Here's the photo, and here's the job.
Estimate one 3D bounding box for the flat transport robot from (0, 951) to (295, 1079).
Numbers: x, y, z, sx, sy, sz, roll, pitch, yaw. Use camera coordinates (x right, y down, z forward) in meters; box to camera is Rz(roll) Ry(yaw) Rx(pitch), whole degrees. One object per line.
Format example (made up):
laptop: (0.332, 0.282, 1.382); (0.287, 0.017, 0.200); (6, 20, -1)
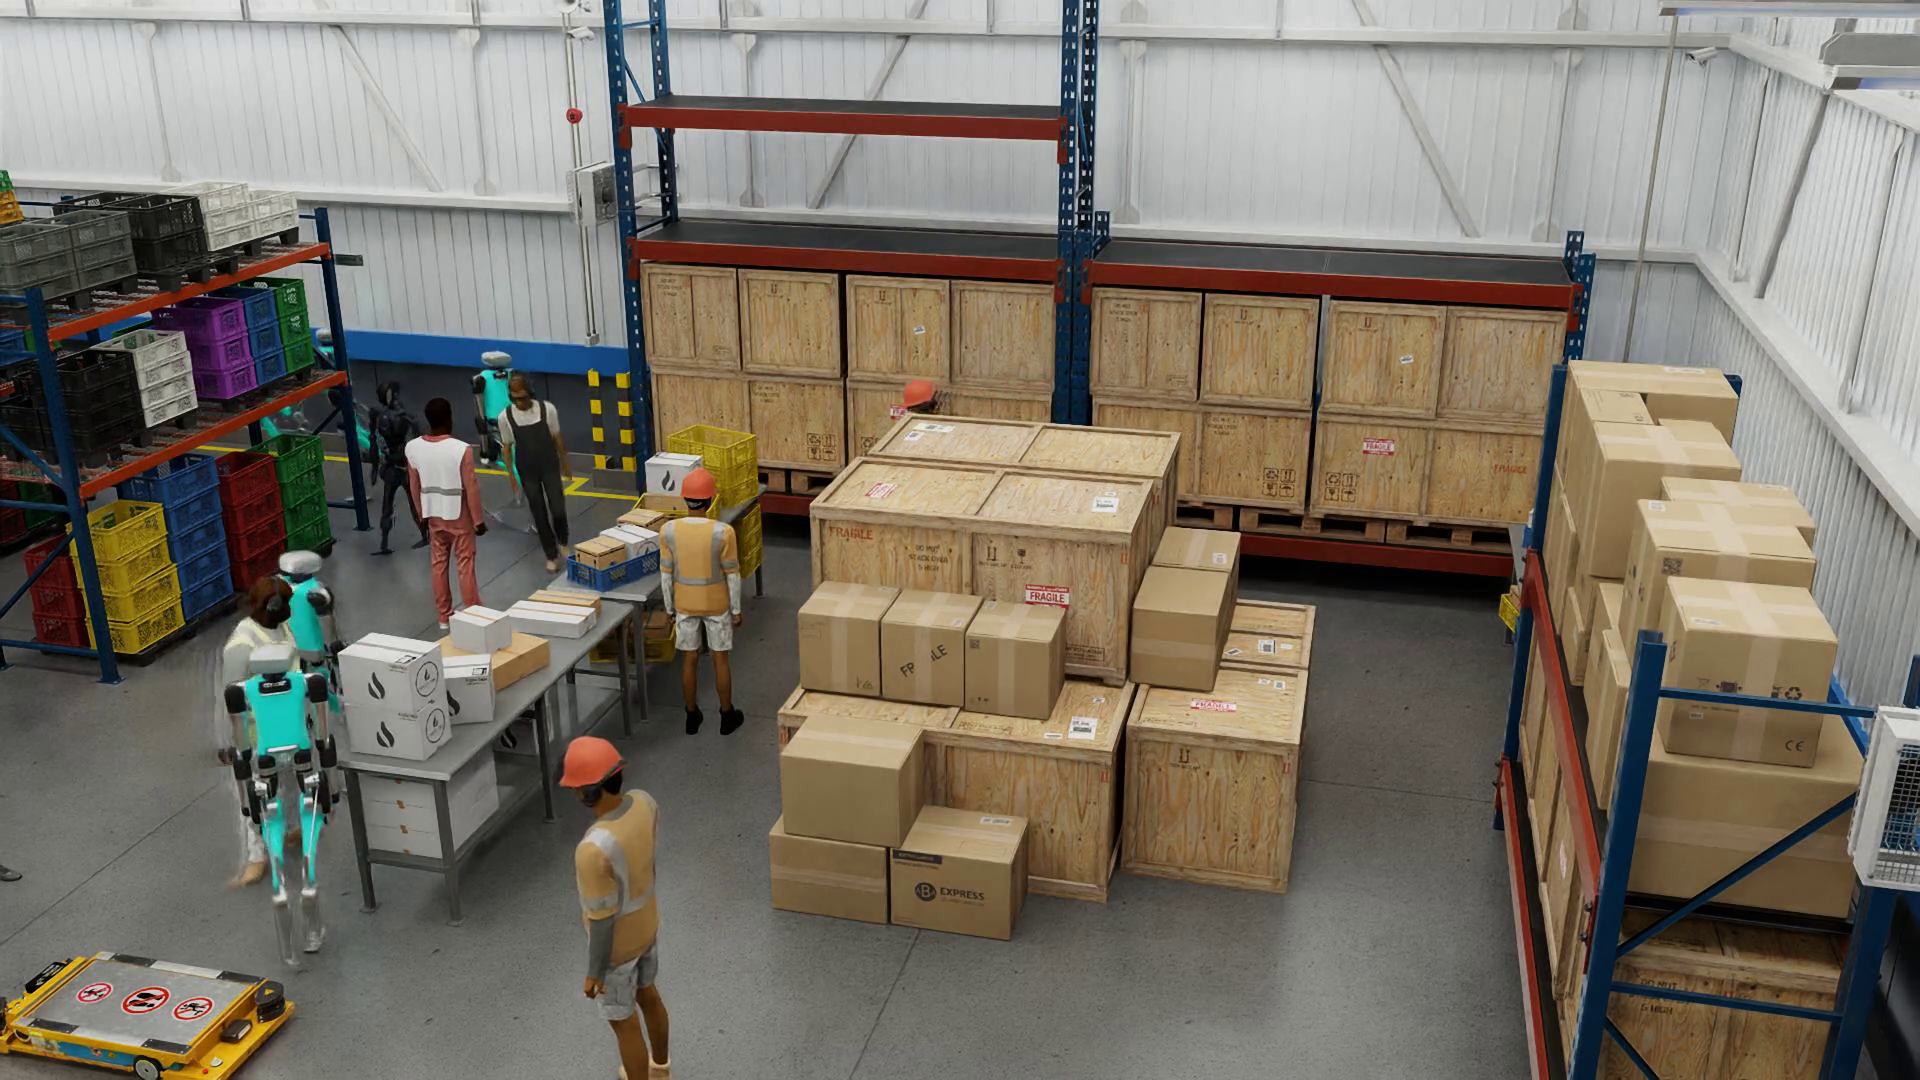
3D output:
flat transport robot: (-4.270, 2.464, 8.601); (1.431, 0.231, 0.659); (5, 22, 13)

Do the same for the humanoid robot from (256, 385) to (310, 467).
humanoid robot: (-6.950, -1.403, 16.852); (0.815, 1.886, 0.534); (-3, 21, -8)

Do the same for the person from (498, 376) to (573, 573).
person: (-3.648, -0.568, 14.372); (0.570, 1.808, 0.428); (-5, 21, -13)

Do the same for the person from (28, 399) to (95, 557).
person: (-7.574, -0.493, 14.109); (0.503, 1.860, 0.317); (8, 22, 19)

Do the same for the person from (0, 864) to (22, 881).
person: (-5.824, 1.270, 9.622); (0.313, 1.769, 0.523); (6, 22, 16)

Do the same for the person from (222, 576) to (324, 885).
person: (-4.143, 1.133, 9.948); (0.434, 1.810, 0.777); (2, 21, 6)

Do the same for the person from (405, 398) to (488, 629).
person: (-4.071, -0.192, 13.239); (0.587, 1.920, 0.392); (6, 22, 14)

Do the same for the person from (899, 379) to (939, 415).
person: (-0.235, -0.306, 13.416); (0.520, 2.002, 0.653); (3, 21, 9)

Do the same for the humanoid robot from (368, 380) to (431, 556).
humanoid robot: (-4.996, -0.634, 14.782); (0.603, 1.629, 0.719); (8, 22, 20)

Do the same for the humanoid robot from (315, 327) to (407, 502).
humanoid robot: (-5.706, -1.162, 16.123); (0.864, 1.852, 0.550); (-5, 21, -12)

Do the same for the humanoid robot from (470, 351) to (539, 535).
humanoid robot: (-4.053, -0.827, 15.187); (1.021, 1.759, 0.568); (13, 24, 30)

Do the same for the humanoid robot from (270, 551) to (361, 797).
humanoid robot: (-3.983, 0.871, 10.790); (0.545, 1.835, 0.732); (13, 24, 30)

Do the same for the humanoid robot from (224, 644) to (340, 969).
humanoid robot: (-3.640, 1.536, 9.069); (0.539, 1.840, 0.815); (-8, 22, -19)

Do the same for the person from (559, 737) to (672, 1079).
person: (-1.613, 1.841, 7.766); (0.405, 2.030, 0.608); (6, 22, 14)

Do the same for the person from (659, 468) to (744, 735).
person: (-1.786, 0.433, 11.578); (0.550, 1.934, 0.371); (2, 21, 4)
